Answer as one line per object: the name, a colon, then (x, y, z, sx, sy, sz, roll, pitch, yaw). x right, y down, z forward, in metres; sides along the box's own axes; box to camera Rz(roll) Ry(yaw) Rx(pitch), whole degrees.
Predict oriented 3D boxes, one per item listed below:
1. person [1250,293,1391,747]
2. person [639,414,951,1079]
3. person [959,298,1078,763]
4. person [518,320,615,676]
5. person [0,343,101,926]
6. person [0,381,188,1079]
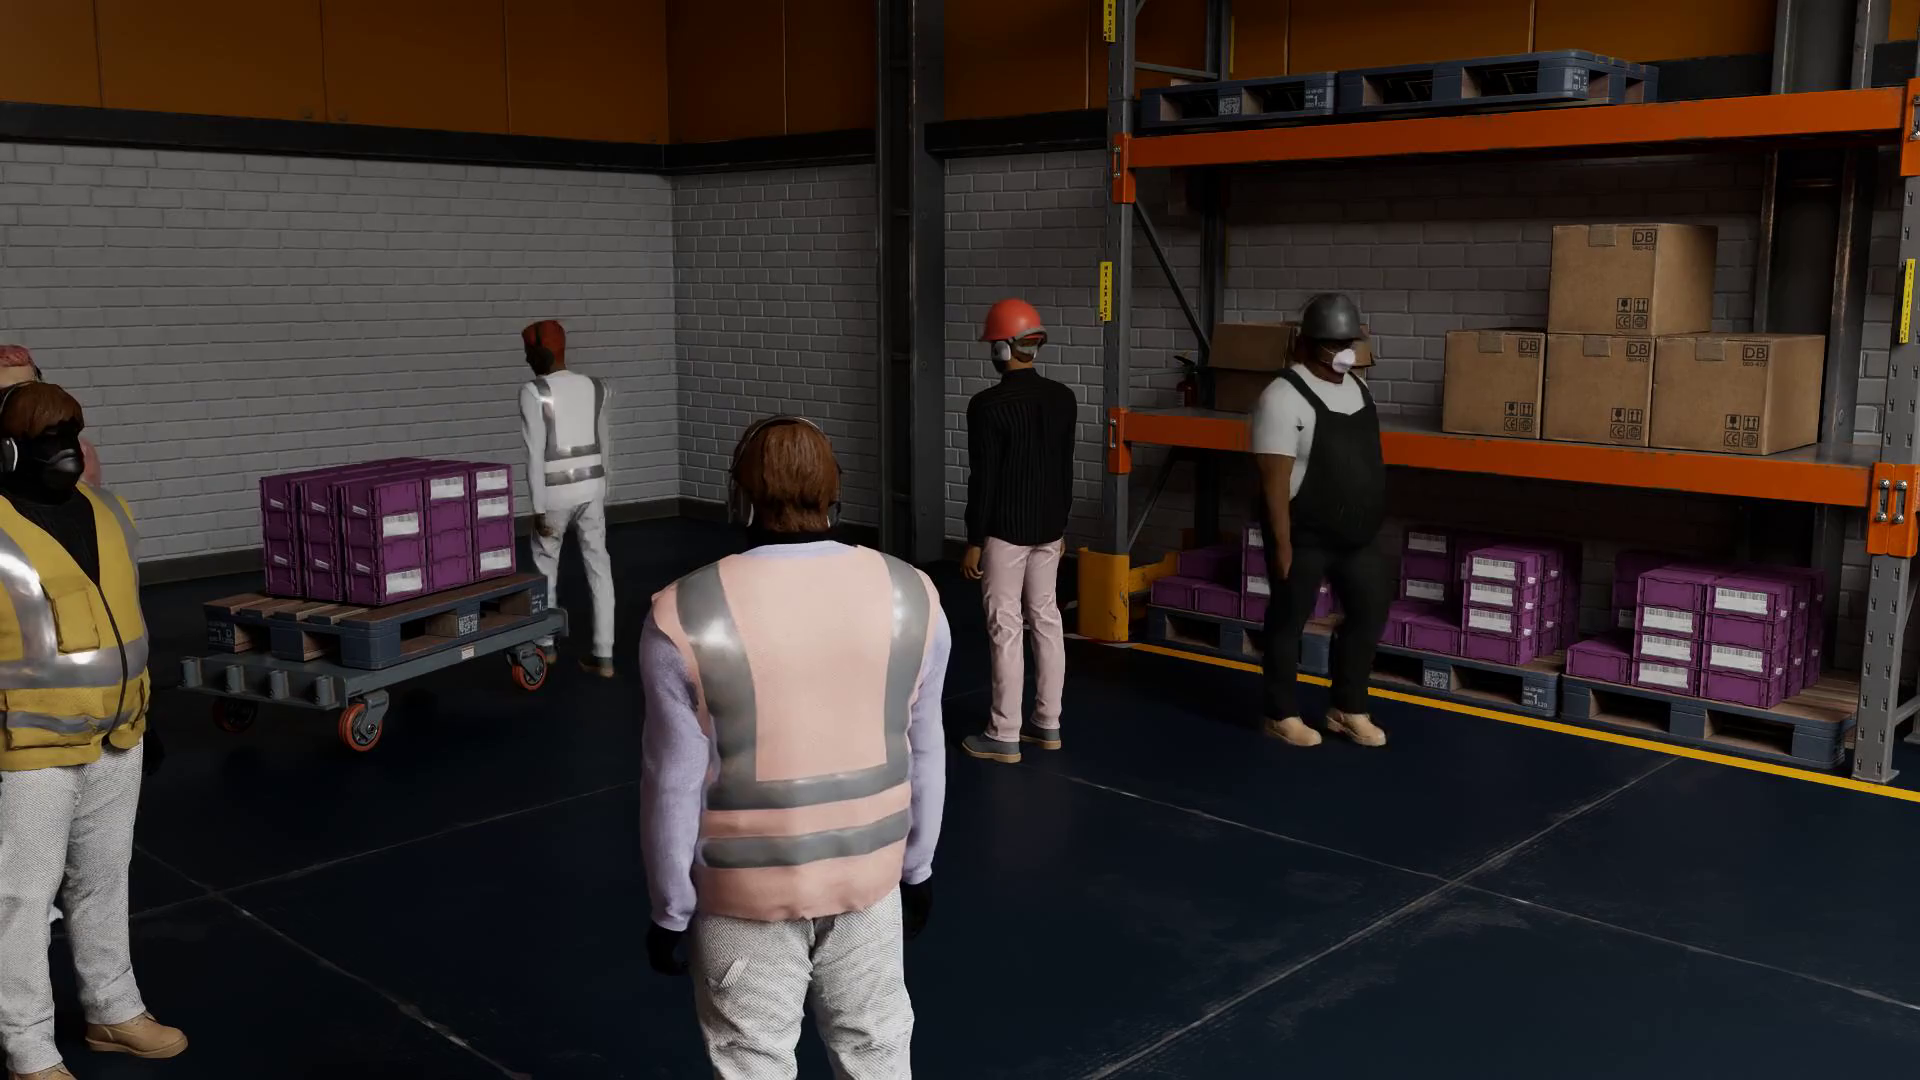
person: (1.613, -0.073, 7.258, 0.705, 2.000, 0.670, -7, 11, -35)
person: (-0.330, 0.673, 3.294, 0.627, 1.843, 0.429, -4, 10, -25)
person: (0.247, -0.039, 7.193, 0.611, 1.995, 0.376, -9, 13, -43)
person: (-2.114, -0.230, 8.796, 0.623, 1.846, 0.857, -9, 13, -44)
person: (-3.058, 0.307, 5.402, 0.484, 1.886, 0.696, 6, 11, 31)
person: (-2.298, 0.516, 4.263, 0.429, 1.844, 0.626, 3, 10, 16)
